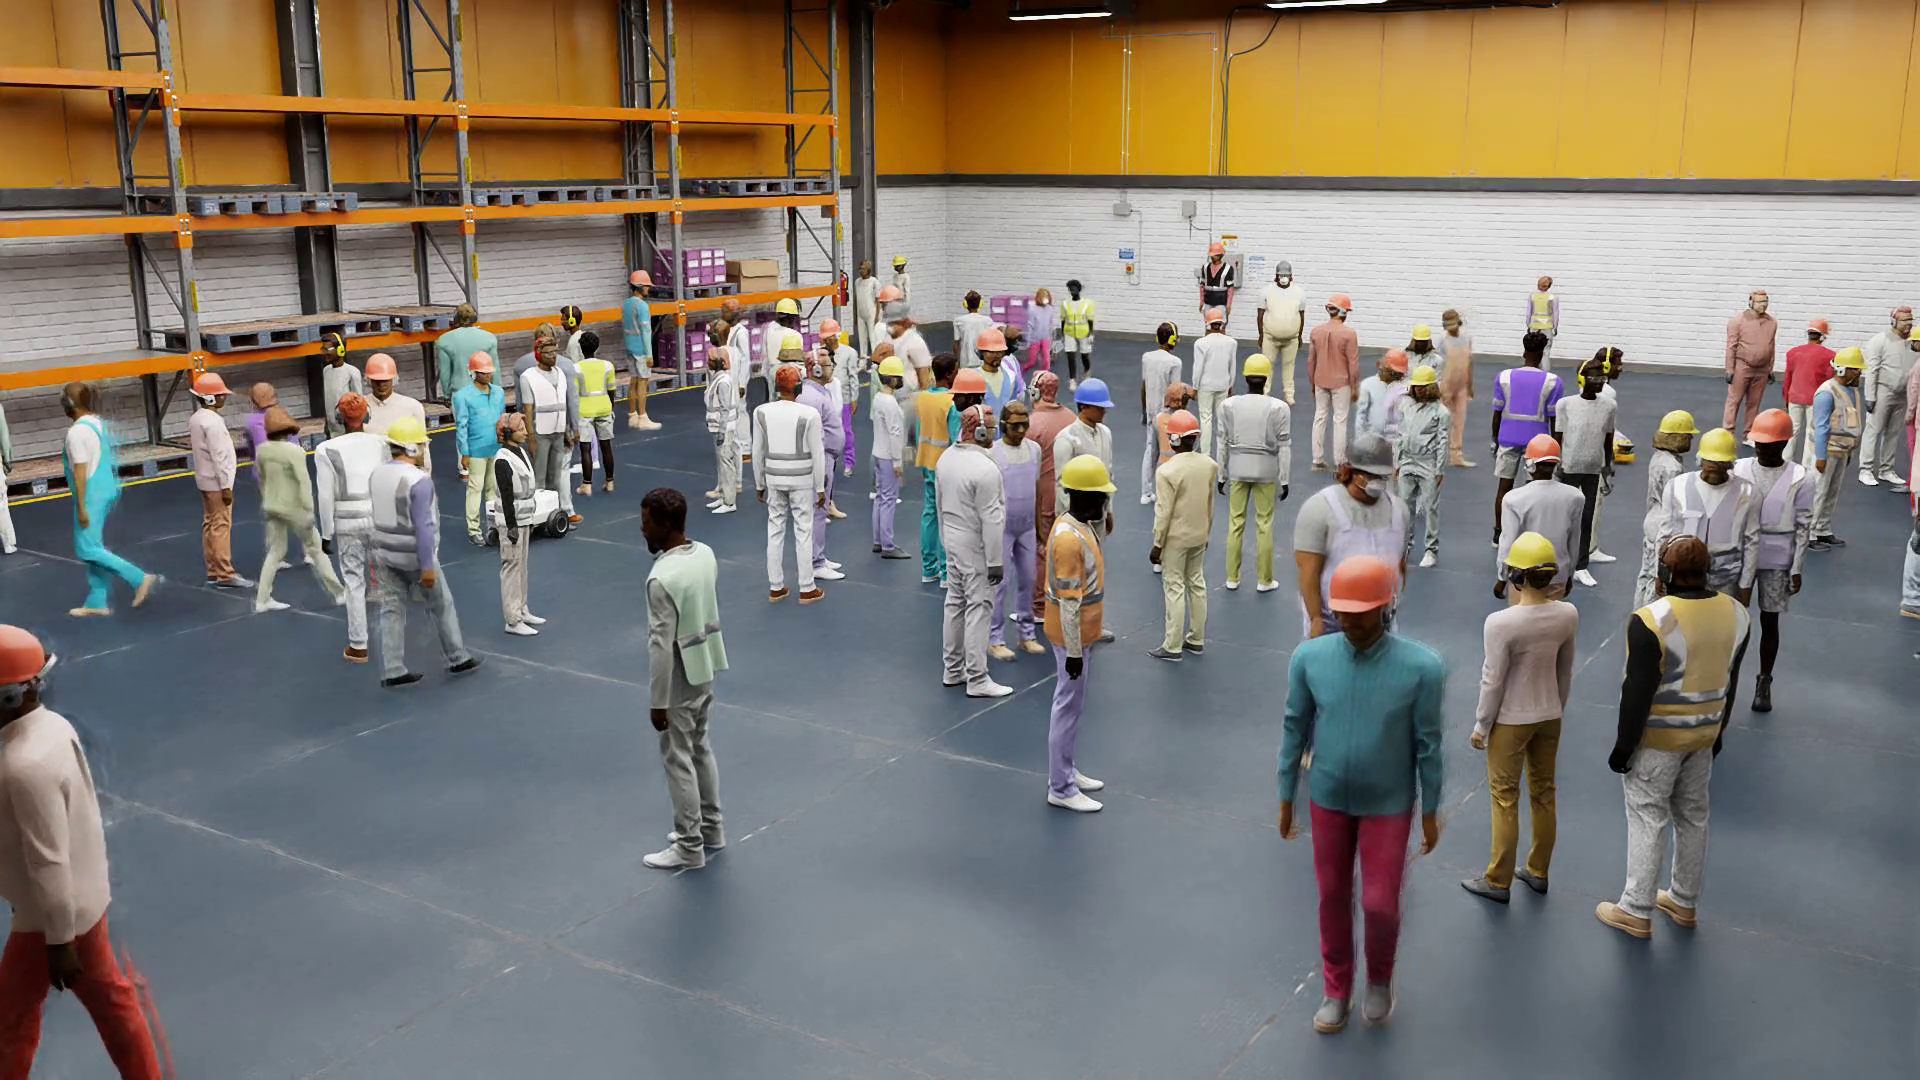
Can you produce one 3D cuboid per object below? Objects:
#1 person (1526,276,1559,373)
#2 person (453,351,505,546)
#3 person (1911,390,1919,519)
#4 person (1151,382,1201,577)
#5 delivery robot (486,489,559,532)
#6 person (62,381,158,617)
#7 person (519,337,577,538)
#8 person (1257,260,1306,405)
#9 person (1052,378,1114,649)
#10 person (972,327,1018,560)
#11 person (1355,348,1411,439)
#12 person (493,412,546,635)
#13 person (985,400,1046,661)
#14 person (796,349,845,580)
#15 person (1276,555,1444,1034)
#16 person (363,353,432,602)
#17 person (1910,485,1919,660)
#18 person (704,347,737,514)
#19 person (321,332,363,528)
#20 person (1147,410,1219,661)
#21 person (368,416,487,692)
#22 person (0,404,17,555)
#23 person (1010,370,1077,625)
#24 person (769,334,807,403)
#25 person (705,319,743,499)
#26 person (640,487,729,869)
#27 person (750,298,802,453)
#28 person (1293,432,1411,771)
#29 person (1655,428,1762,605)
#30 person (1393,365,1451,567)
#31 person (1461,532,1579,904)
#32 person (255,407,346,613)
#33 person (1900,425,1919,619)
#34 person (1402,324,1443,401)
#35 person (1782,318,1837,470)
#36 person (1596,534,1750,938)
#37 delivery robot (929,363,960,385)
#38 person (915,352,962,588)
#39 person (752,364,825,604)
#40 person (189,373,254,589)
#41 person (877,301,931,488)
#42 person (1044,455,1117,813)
[{"bbox_3d":[9.101,-3.304,26.017,0.514,1.641,0.308,10,17,38],"label":"person"},{"bbox_3d":[-4.289,-0.834,15.054,0.340,1.749,0.572,8,15,31],"label":"person"},{"bbox_3d":[9.473,-1.055,16.007,0.518,1.756,0.347,2,13,9],"label":"person"},{"bbox_3d":[1.796,-0.497,13.845,0.310,1.637,0.514,-11,17,-39],"label":"person"},{"bbox_3d":[-3.981,-0.295,15.134,0.477,0.478,0.707,6,14,24],"label":"delivery robot"},{"bbox_3d":[-6.489,-0.299,12.608,0.605,1.818,0.522,-1,13,-5],"label":"person"},{"bbox_3d":[-3.831,-0.964,15.412,0.396,1.847,0.564,7,15,27],"label":"person"},{"bbox_3d":[4.538,-2.917,23.459,0.684,2.000,0.538,0,13,1],"label":"person"},{"bbox_3d":[0.893,-0.188,11.842,0.415,1.941,0.605,11,17,39],"label":"person"},{"bbox_3d":[0.261,-0.808,14.303,0.605,2.045,0.378,-8,15,-31],"label":"person"},{"bbox_3d":[4.090,-1.021,15.983,0.590,1.705,0.765,3,13,13],"label":"person"},{"bbox_3d":[-3.264,-0.125,12.228,0.307,1.641,0.514,-1,13,-2],"label":"person"},{"bbox_3d":[0.360,-0.068,11.565,0.518,1.834,0.346,-8,15,-32],"label":"person"},{"bbox_3d":[-1.155,-0.635,13.844,0.407,1.913,0.641,-2,13,-7],"label":"person"},{"bbox_3d":[1.553,1.016,6.537,0.646,1.973,0.436,6,14,26],"label":"person"},{"bbox_3d":[-4.464,-0.480,13.016,0.624,1.986,0.410,-2,13,-8],"label":"person"},{"bbox_3d":[6.955,-0.081,11.433,0.604,1.923,0.690,-6,14,-25],"label":"person"},{"bbox_3d":[-2.351,-1.083,16.382,0.307,1.641,0.513,-4,13,-15],"label":"person"},{"bbox_3d":[-5.778,-1.009,15.561,0.539,1.869,0.313,8,15,31],"label":"person"},{"bbox_3d":[1.534,-0.033,11.578,0.559,1.752,0.326,-11,17,-39],"label":"person"},{"bbox_3d":[-3.537,0.071,11.009,0.626,1.800,0.807,9,16,34],"label":"person"},{"bbox_3d":[-8.563,-0.651,14.512,0.523,1.638,0.311,-10,16,-36],"label":"person"},{"bbox_3d":[0.614,-0.321,12.492,0.409,1.906,0.652,11,17,40],"label":"person"},{"bbox_3d":[-1.702,-1.200,16.703,0.496,1.733,0.377,9,15,33],"label":"person"},{"bbox_3d":[-2.430,-1.338,17.038,0.334,1.845,0.513,5,14,23],"label":"person"},{"bbox_3d":[-1.351,0.678,8.164,0.390,1.908,0.600,3,13,14],"label":"person"},{"bbox_3d":[-2.156,-1.877,19.316,0.702,1.871,0.660,-8,15,-32],"label":"person"},{"bbox_3d":[2.178,0.365,9.223,0.694,2.000,0.786,-3,13,-12],"label":"person"},{"bbox_3d":[4.663,0.198,10.421,0.591,1.826,0.403,6,14,25],"label":"person"},{"bbox_3d":[3.928,-0.632,14.223,0.329,1.734,0.482,-12,18,-42],"label":"person"},{"bbox_3d":[2.629,0.832,7.799,0.525,1.769,0.309,-6,14,-23],"label":"person"},{"bbox_3d":[-5.145,-0.245,12.860,0.556,1.591,0.641,6,14,25],"label":"person"},{"bbox_3d":[7.431,-0.392,12.624,0.392,1.987,0.608,9,16,33],"label":"person"},{"bbox_3d":[4.867,-1.431,17.695,0.482,1.734,0.342,3,13,11],"label":"person"},{"bbox_3d":[9.292,-1.554,18.201,0.353,1.743,0.568,-10,16,-37],"label":"person"},{"bbox_3d":[3.174,0.874,7.460,0.634,1.838,0.429,-5,14,-21],"label":"person"},{"bbox_3d":[-0.315,-2.462,24.537,0.477,0.478,0.707,9,16,35],"label":"delivery robot"},{"bbox_3d":[-0.147,-0.569,13.541,0.392,1.920,0.589,-9,16,-35],"label":"person"},{"bbox_3d":[-1.330,-0.434,13.030,0.586,1.882,0.340,4,14,16],"label":"person"},{"bbox_3d":[-6.034,-0.485,13.534,0.327,1.753,0.562,-10,16,-38],"label":"person"},{"bbox_3d":[-0.536,-1.589,17.698,0.975,2.000,0.729,-9,16,-33],"label":"person"},{"bbox_3d":[0.641,0.489,8.935,0.376,1.925,0.594,2,13,7],"label":"person"}]
